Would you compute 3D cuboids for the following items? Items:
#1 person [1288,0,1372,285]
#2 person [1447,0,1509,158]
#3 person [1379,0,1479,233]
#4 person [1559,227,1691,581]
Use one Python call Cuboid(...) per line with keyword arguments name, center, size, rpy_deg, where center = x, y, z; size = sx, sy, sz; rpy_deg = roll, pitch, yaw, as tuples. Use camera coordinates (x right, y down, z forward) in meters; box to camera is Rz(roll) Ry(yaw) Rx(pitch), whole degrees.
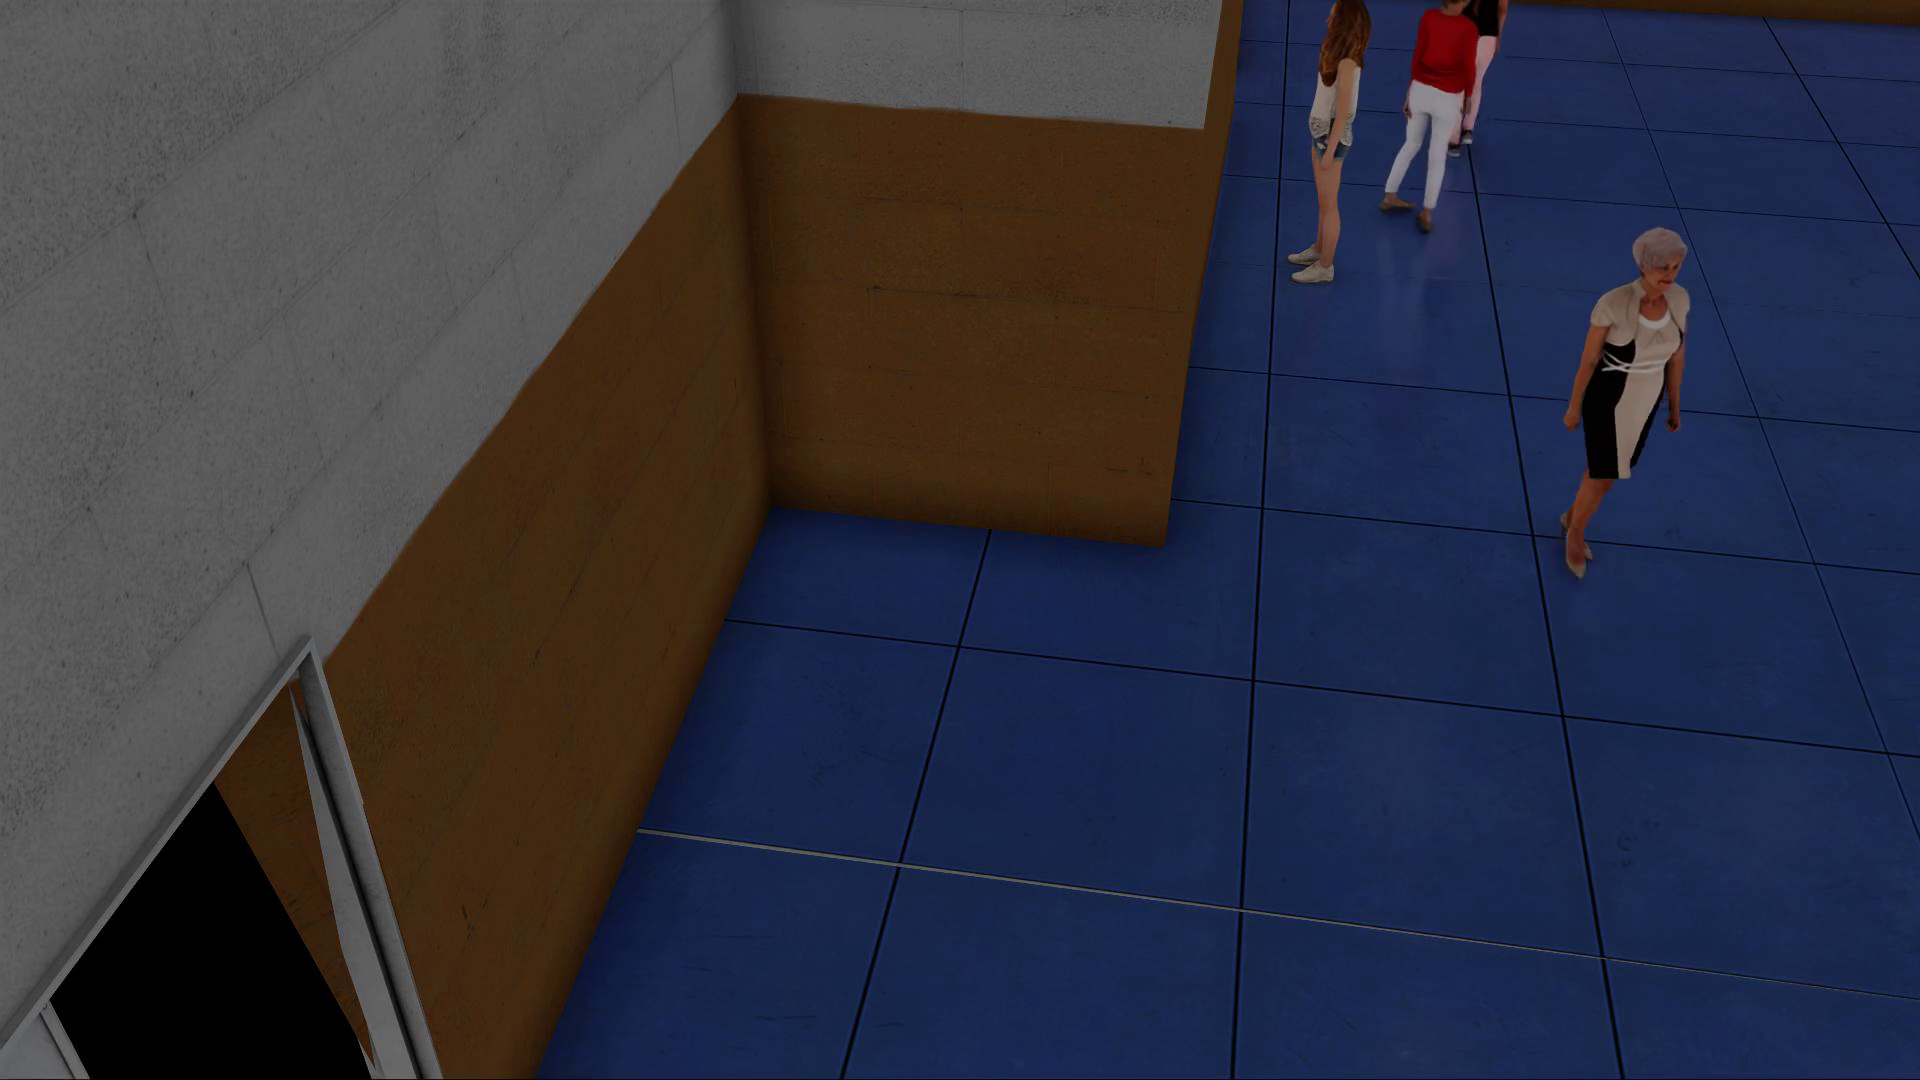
Cuboid(name="person", center=(2.241, -2.383, 9.960), size=(0.503, 1.759, 0.569), rpy_deg=(5, 37, 7))
Cuboid(name="person", center=(3.562, -3.389, 11.467), size=(0.547, 1.560, 0.643), rpy_deg=(-1, 37, -1))
Cuboid(name="person", center=(3.018, -2.739, 10.503), size=(0.688, 1.677, 0.784), rpy_deg=(22, 42, 27))
Cuboid(name="person", center=(2.999, -0.666, 7.688), size=(0.773, 1.742, 0.837), rpy_deg=(-12, 39, -16))
